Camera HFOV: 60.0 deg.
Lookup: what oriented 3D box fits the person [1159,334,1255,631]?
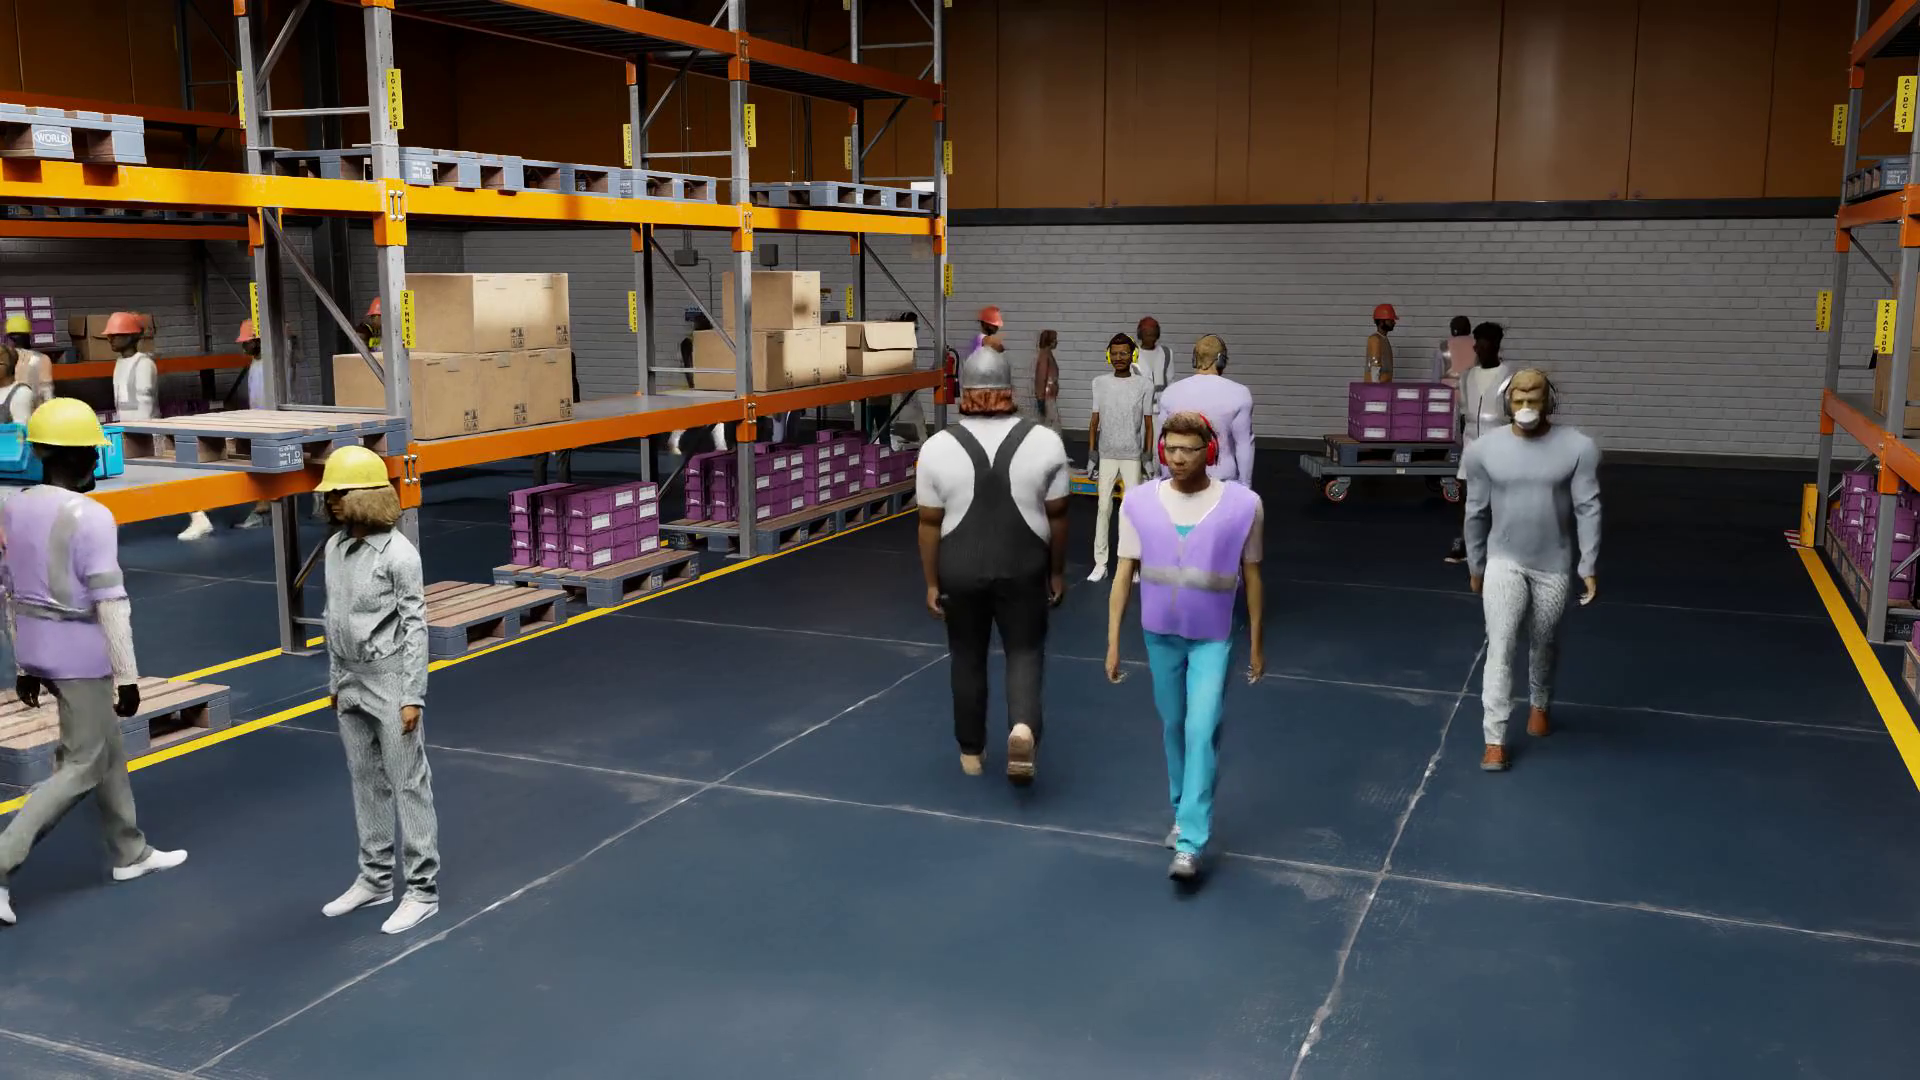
[{"bbox_3d":[1.587,-0.351,10.697,0.627,1.933,0.371,4,10,25],"label":"person"}]

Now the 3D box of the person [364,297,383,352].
[{"bbox_3d":[-5.934,-1.489,17.256,0.373,2.042,0.614,-5,11,-30],"label":"person"}]

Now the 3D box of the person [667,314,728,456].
[{"bbox_3d":[-3.237,-1.909,20.552,0.936,1.803,0.615,8,12,39],"label":"person"}]

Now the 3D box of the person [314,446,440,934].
[{"bbox_3d":[-2.096,0.530,5.928,0.488,1.743,0.317,6,11,34],"label":"person"}]

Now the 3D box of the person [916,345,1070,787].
[{"bbox_3d":[0.144,0.118,7.526,0.693,2.000,0.747,0,9,1],"label":"person"}]

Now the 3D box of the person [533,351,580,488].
[{"bbox_3d":[-3.880,-1.183,15.781,0.593,1.920,0.391,2,10,13],"label":"person"}]

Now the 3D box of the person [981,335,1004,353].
[{"bbox_3d":[0.396,-1.448,18.335,0.536,1.608,0.506,2,10,10],"label":"person"}]

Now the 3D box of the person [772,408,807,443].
[{"bbox_3d":[-1.840,-1.446,17.840,0.325,1.768,0.524,6,11,31],"label":"person"}]

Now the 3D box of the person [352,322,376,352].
[{"bbox_3d":[-5.588,-1.164,15.902,0.552,1.839,0.743,8,12,40],"label":"person"}]

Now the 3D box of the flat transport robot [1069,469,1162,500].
[{"bbox_3d":[1.361,-0.582,17.119,1.431,0.197,0.652,6,11,32],"label":"flat transport robot"}]

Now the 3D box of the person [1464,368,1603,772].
[{"bbox_3d":[2.764,0.106,8.077,0.643,1.897,1.018,3,10,20],"label":"person"}]

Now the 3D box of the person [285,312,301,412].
[{"bbox_3d":[-7.940,-1.738,19.351,0.658,1.853,1.006,6,11,31],"label":"person"}]

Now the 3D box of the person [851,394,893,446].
[{"bbox_3d":[-0.946,-1.416,17.695,0.528,1.760,0.339,-7,12,-35],"label":"person"}]

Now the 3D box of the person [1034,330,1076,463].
[{"bbox_3d":[0.985,-1.723,19.979,0.763,1.611,0.518,1,9,4],"label":"person"}]

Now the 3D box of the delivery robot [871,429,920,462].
[{"bbox_3d":[-0.774,-0.995,18.482,0.477,0.478,0.707,-9,13,-44],"label":"delivery robot"}]

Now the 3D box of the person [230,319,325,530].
[{"bbox_3d":[-6.225,-1.066,15.166,0.906,1.901,0.546,-8,12,-40],"label":"person"}]

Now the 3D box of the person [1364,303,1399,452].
[{"bbox_3d":[4.817,-1.735,19.063,0.370,1.939,0.543,4,10,22],"label":"person"}]

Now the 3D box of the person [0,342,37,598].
[{"bbox_3d":[-6.718,-0.478,11.773,0.523,1.829,0.416,4,10,25],"label":"person"}]

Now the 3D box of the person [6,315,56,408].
[{"bbox_3d":[-8.837,-1.160,15.680,0.616,1.921,0.559,0,9,-3],"label":"person"}]

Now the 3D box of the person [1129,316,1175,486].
[{"bbox_3d":[1.866,-1.292,16.618,0.584,1.881,0.351,-3,10,-16],"label":"person"}]

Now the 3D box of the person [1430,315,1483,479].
[{"bbox_3d":[5.559,-1.576,18.468,0.670,1.815,0.466,2,10,13],"label":"person"}]

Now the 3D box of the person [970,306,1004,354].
[{"bbox_3d":[0.317,-1.755,19.311,0.663,1.894,0.621,1,9,7],"label":"person"}]

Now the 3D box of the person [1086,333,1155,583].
[{"bbox_3d":[1.201,-0.607,12.432,0.518,1.873,0.328,2,10,12],"label":"person"}]

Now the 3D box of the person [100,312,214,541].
[{"bbox_3d":[-6.917,-0.934,14.085,0.622,1.993,1.082,8,12,39],"label":"person"}]

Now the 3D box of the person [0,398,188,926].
[{"bbox_3d":[-3.303,0.429,6.097,0.595,1.897,0.852,6,11,30],"label":"person"}]

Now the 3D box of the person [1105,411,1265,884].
[{"bbox_3d":[0.854,0.409,6.478,0.587,1.800,0.922,4,10,22],"label":"person"}]

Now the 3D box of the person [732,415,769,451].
[{"bbox_3d":[-2.597,-2.062,21.036,0.678,1.948,0.693,-1,9,-4],"label":"person"}]

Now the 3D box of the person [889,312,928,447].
[{"bbox_3d":[-0.674,-1.847,20.125,0.998,1.826,0.531,4,10,23],"label":"person"}]

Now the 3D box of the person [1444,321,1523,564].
[{"bbox_3d":[4.278,-0.793,13.372,0.601,1.937,0.937,9,13,44],"label":"person"}]
